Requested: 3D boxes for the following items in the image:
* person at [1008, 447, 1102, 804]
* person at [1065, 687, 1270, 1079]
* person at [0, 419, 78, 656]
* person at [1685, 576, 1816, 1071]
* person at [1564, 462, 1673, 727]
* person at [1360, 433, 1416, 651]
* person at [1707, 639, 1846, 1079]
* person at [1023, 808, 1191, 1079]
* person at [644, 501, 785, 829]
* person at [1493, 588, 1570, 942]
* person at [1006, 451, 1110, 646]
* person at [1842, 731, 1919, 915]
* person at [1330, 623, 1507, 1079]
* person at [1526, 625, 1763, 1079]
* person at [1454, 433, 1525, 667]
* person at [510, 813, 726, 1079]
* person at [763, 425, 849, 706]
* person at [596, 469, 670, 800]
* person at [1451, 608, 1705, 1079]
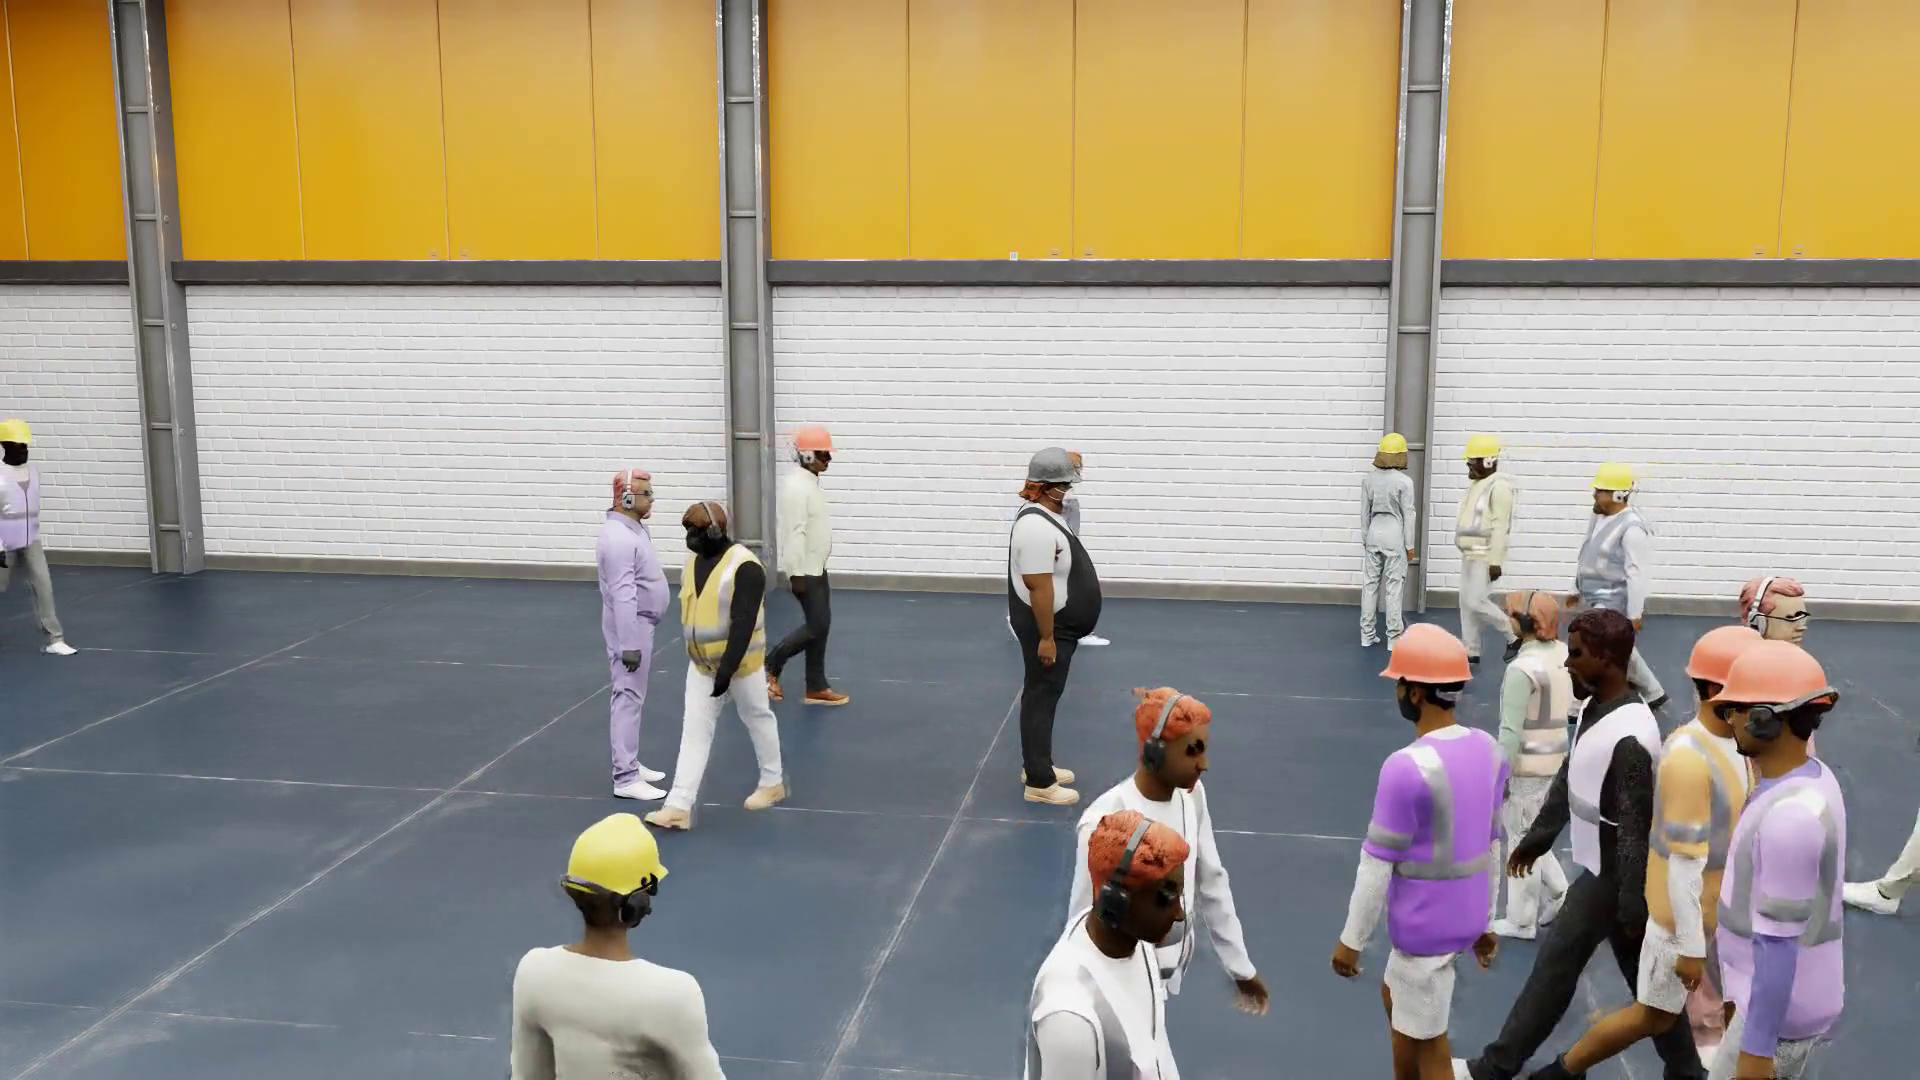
[{"bbox_3d":[0.545,0.474,9.573,0.538,2.000,0.689,0,9,1],"label":"person"},{"bbox_3d":[0.563,1.328,4.994,1.024,1.831,0.597,6,11,32],"label":"person"},{"bbox_3d":[-7.494,-0.021,13.123,0.965,1.888,0.585,3,10,21],"label":"person"},{"bbox_3d":[3.006,1.072,6.301,0.403,1.906,0.651,8,12,42],"label":"person"},{"bbox_3d":[4.354,0.367,11.017,0.910,1.799,0.600,0,9,1],"label":"person"},{"bbox_3d":[3.438,0.013,13.334,0.297,1.744,0.487,-8,12,-42],"label":"person"},{"bbox_3d":[2.395,1.288,4.690,0.808,2.015,0.603,5,10,28],"label":"person"},{"bbox_3d":[0.242,1.488,3.869,0.606,1.862,0.632,4,10,21],"label":"person"},{"bbox_3d":[-1.328,0.677,9.133,0.606,1.782,0.978,7,12,37],"label":"person"},{"bbox_3d":[2.553,1.015,7.487,0.361,1.624,0.541,8,12,40],"label":"person"},{"bbox_3d":[0.791,0.064,13.465,0.786,1.597,0.497,0,9,3],"label":"person"},{"bbox_3d":[4.646,0.919,7.571,1.027,1.804,0.549,7,12,37],"label":"person"},{"bbox_3d":[1.434,1.214,5.421,0.546,1.914,0.722,-9,13,-44],"label":"person"},{"bbox_3d":[2.406,1.199,5.557,0.943,1.903,0.557,8,12,41],"label":"person"},{"bbox_3d":[4.006,0.096,12.597,0.519,1.812,0.599,-1,9,-4],"label":"person"},{"bbox_3d":[-0.778,1.513,4.084,0.532,1.745,0.671,5,11,30],"label":"person"},{"bbox_3d":[-1.094,0.187,11.504,0.555,1.980,0.621,1,9,8],"label":"person"},{"bbox_3d":[-1.878,0.534,9.620,0.405,1.904,0.653,-2,9,-10],"label":"person"},{"bbox_3d":[2.218,1.163,5.897,1.024,1.853,0.585,3,10,17],"label":"person"}]
